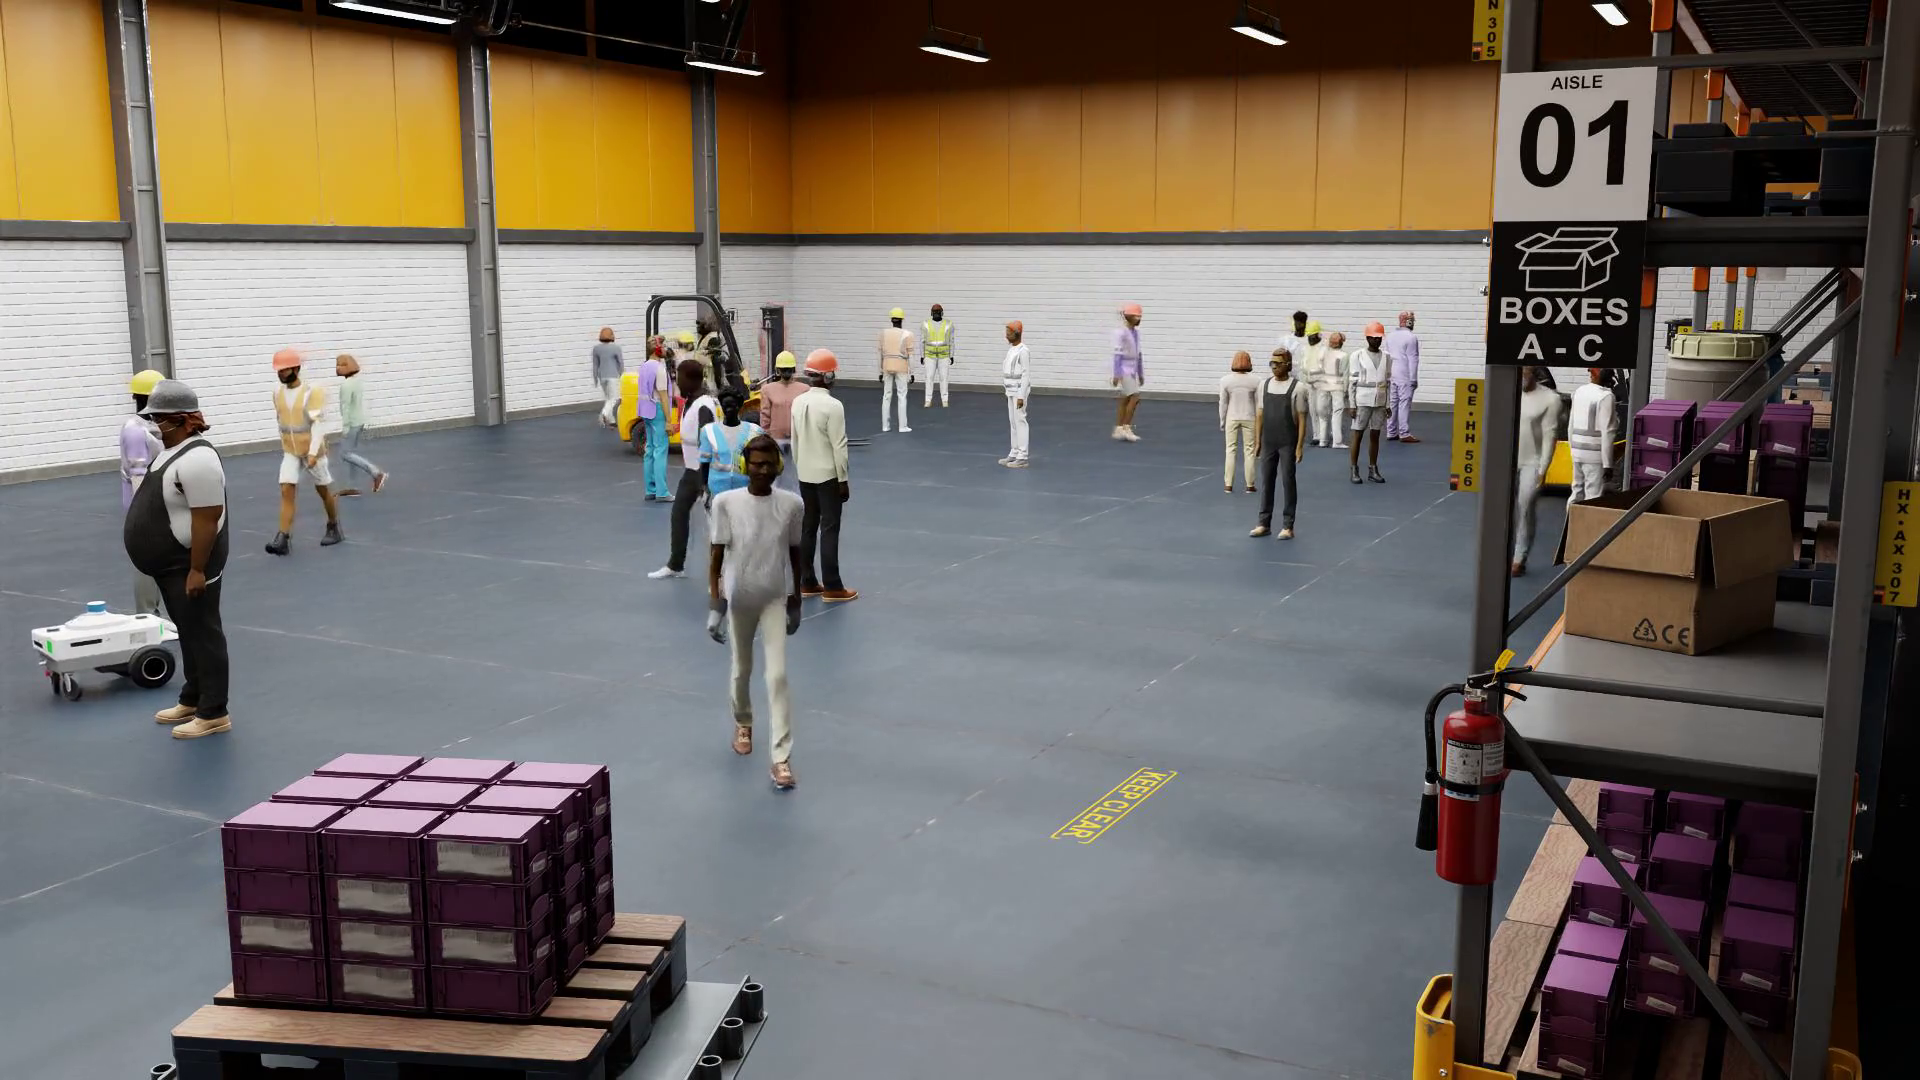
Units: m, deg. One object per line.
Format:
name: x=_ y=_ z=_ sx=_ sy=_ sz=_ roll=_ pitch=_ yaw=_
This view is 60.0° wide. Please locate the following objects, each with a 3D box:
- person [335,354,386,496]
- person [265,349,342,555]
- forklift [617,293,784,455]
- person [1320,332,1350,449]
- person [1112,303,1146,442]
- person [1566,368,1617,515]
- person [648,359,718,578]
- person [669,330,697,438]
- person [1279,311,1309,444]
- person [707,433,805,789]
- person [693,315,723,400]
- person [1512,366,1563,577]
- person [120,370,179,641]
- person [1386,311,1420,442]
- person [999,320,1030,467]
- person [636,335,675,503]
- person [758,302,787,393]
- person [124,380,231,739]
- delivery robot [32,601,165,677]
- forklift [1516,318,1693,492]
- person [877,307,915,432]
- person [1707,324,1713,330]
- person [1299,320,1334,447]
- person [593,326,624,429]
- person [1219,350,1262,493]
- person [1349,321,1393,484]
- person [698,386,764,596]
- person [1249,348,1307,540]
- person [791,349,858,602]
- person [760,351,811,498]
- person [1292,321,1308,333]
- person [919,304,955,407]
person: x=-6.795 y=-1.285 z=18.716 sx=0.507 sy=1.618 sz=0.519 roll=-1 pitch=10 yaw=-6
person: x=-6.079 y=-0.821 z=15.328 sx=0.559 sy=1.880 sz=1.033 roll=2 pitch=10 yaw=10
forklift: x=-3.588 y=-2.317 z=23.042 sx=2.313 sy=2.155 sz=1.214 roll=-1 pitch=10 yaw=-5
person: x=5.264 y=-2.099 z=23.394 sx=0.310 sy=1.636 sz=0.523 roll=-7 pitch=12 yaw=-34
person: x=2.511 y=-2.427 z=24.172 sx=0.647 sy=2.020 sz=0.654 roll=6 pitch=12 yaw=32
person: x=5.550 y=-0.703 z=14.602 sx=0.356 sy=1.881 sz=0.575 roll=-2 pitch=10 yaw=-11
person: x=-2.133 y=-0.602 z=14.076 sx=0.963 sy=1.876 sz=0.594 roll=-4 pitch=11 yaw=-23
person: x=-3.690 y=-1.899 z=21.913 sx=0.747 sy=1.740 sz=0.528 roll=-1 pitch=10 yaw=-7
person: x=4.933 y=-2.390 z=24.291 sx=0.623 sy=1.919 sz=1.010 roll=2 pitch=10 yaw=13
person: x=-1.083 y=0.331 z=8.825 sx=0.533 sy=1.822 sz=0.989 roll=-2 pitch=10 yaw=-11
person: x=-3.796 y=-2.386 z=24.504 sx=0.603 sy=1.824 sz=0.662 roll=-5 pitch=11 yaw=-26
person: x=4.737 y=-0.625 z=14.047 sx=0.630 sy=1.916 sz=0.438 roll=7 pitch=12 yaw=34
person: x=-5.734 y=-0.246 z=11.837 sx=0.385 sy=1.922 sz=0.594 roll=-3 pitch=10 yaw=-17
person: x=6.468 y=-2.376 z=24.218 sx=0.401 sy=1.910 sz=0.641 roll=-3 pitch=10 yaw=-19
person: x=0.720 y=-1.876 z=21.380 sx=0.355 sy=1.887 sz=0.573 roll=-3 pitch=10 yaw=-16
person: x=-3.350 y=-1.332 z=18.340 sx=0.390 sy=1.850 sz=0.565 roll=-7 pitch=12 yaw=-35
person: x=-3.409 y=-3.453 z=30.609 sx=0.687 sy=1.864 sz=0.898 roll=7 pitch=12 yaw=35
person: x=-4.458 y=0.101 z=9.488 sx=0.538 sy=2.000 sz=0.681 roll=-7 pitch=12 yaw=-36
delivery robot: x=-5.415 y=0.629 z=10.461 sx=0.707 sy=0.478 sz=0.477 roll=-9 pitch=14 yaw=-43
forklift: x=7.066 y=-1.601 z=18.899 sx=2.313 sy=2.155 sz=1.214 roll=5 pitch=11 yaw=27
person: x=-0.979 y=-2.613 z=25.595 sx=0.599 sy=1.913 sz=0.422 roll=4 pitch=10 yaw=20
person: x=9.020 y=-1.643 z=19.979 sx=0.651 sy=1.906 sz=0.403 roll=1 pitch=10 yaw=6
person: x=5.049 y=-2.206 z=23.521 sx=0.442 sy=1.805 sz=0.620 roll=-7 pitch=12 yaw=-36
person: x=-5.507 y=-2.527 z=25.935 sx=0.500 sy=1.607 sz=0.690 roll=3 pitch=10 yaw=19
person: x=3.219 y=-1.350 z=19.061 sx=0.500 sy=1.636 sz=0.282 roll=2 pitch=10 yaw=13
person: x=4.909 y=-1.638 z=19.853 sx=0.542 sy=1.939 sz=0.361 roll=-2 pitch=10 yaw=-12
person: x=-1.820 y=-0.390 z=13.327 sx=0.536 sy=1.696 sz=0.322 roll=-1 pitch=10 yaw=-7
person: x=3.072 y=-0.924 z=15.990 sx=0.507 sy=1.846 sz=0.351 roll=8 pitch=12 yaw=37
person: x=-1.085 y=-0.508 z=13.139 sx=0.373 sy=1.997 sz=0.615 roll=-10 pitch=14 yaw=-44
person: x=-1.749 y=-1.023 z=16.799 sx=0.535 sy=1.766 sz=0.321 roll=-1 pitch=10 yaw=-8
person: x=4.834 y=-2.352 z=24.447 sx=0.551 sy=1.787 sz=0.662 roll=-2 pitch=10 yaw=-10
person: x=-0.410 y=-3.276 z=29.625 sx=0.633 sy=1.840 sz=0.429 roll=0 pitch=10 yaw=0
